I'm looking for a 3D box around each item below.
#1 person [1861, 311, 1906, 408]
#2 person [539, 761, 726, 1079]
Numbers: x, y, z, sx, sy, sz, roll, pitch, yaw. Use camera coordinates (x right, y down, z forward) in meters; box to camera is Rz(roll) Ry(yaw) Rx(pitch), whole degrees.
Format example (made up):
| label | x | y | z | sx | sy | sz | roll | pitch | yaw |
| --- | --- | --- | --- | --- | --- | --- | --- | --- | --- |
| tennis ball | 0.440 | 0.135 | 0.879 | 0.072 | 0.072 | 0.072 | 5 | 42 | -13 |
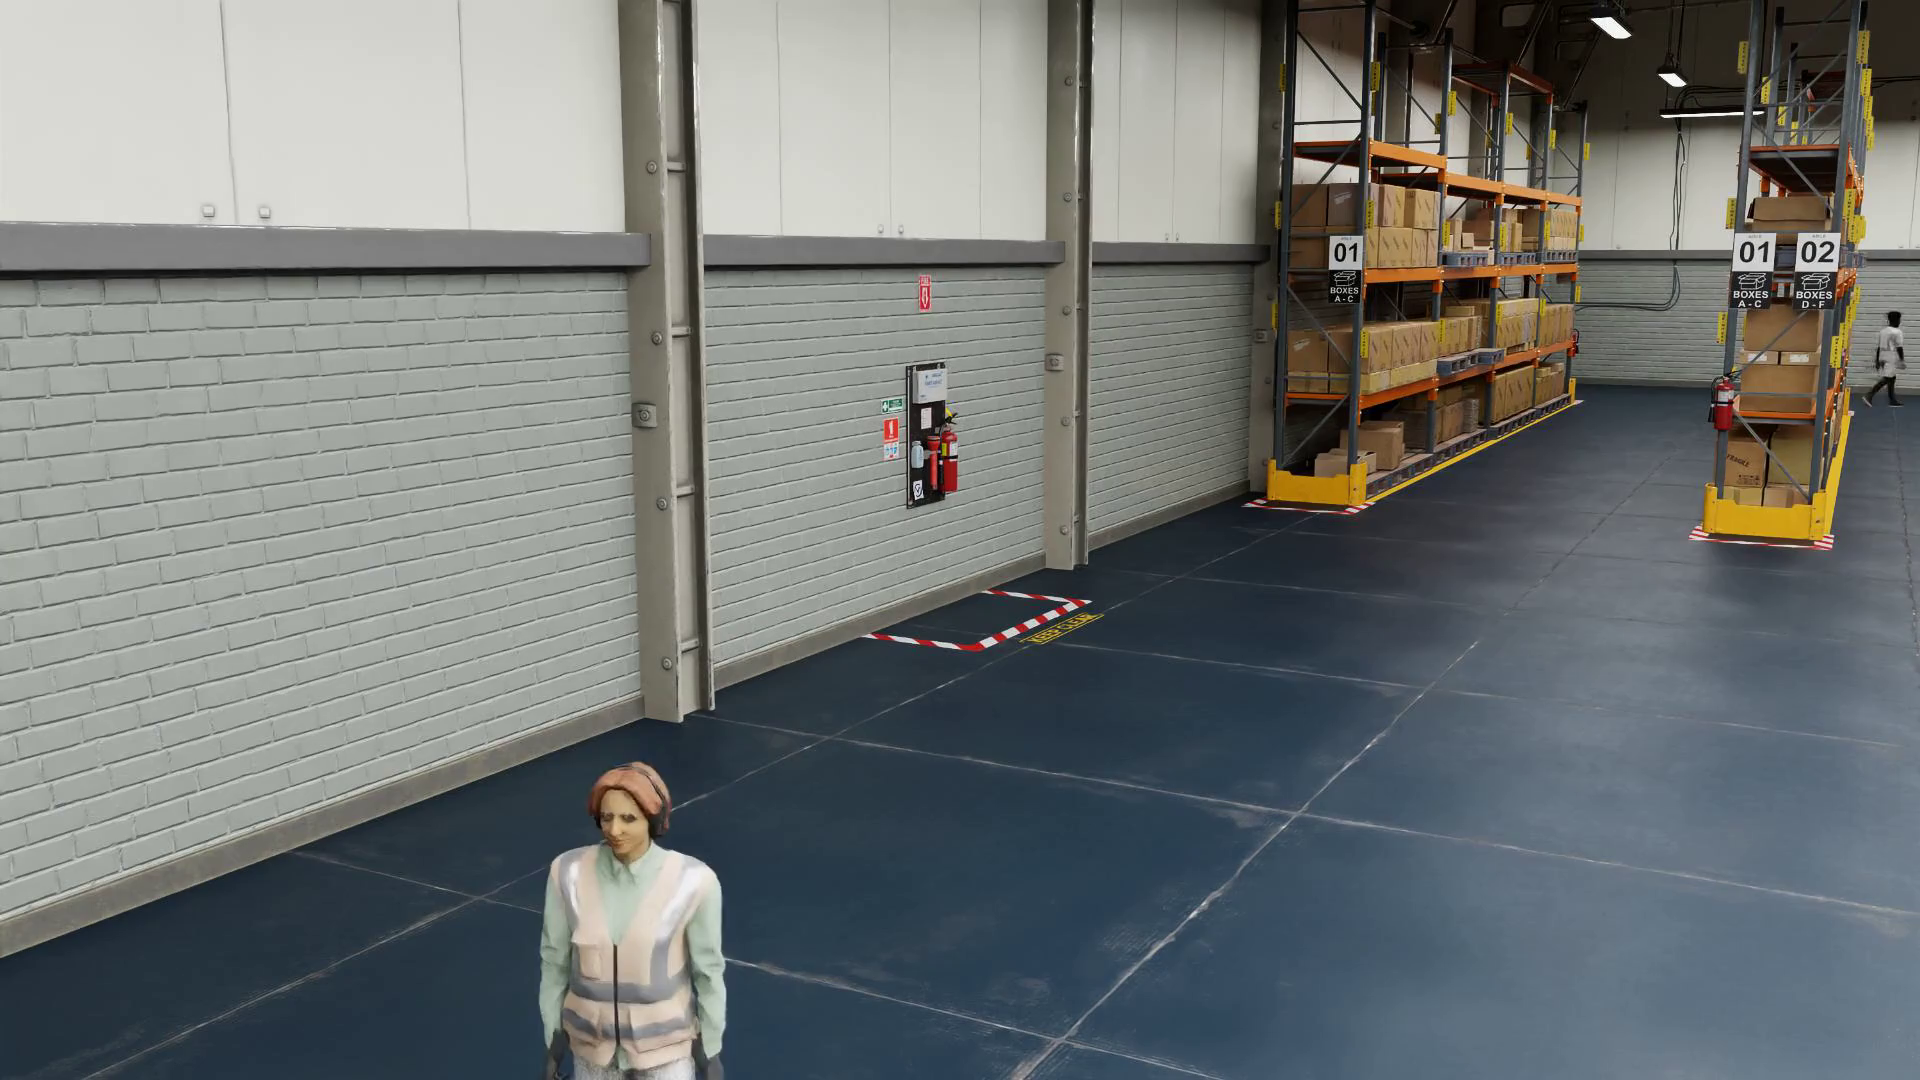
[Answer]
| label | x | y | z | sx | sy | sz | roll | pitch | yaw |
| --- | --- | --- | --- | --- | --- | --- | --- | --- | --- |
| person | 18.294 | -3.565 | 32.853 | 0.934 | 1.934 | 0.614 | 0 | 10 | -2 |
| person | -0.904 | 1.408 | 4.607 | 0.517 | 1.647 | 0.327 | 1 | 10 | 8 |
